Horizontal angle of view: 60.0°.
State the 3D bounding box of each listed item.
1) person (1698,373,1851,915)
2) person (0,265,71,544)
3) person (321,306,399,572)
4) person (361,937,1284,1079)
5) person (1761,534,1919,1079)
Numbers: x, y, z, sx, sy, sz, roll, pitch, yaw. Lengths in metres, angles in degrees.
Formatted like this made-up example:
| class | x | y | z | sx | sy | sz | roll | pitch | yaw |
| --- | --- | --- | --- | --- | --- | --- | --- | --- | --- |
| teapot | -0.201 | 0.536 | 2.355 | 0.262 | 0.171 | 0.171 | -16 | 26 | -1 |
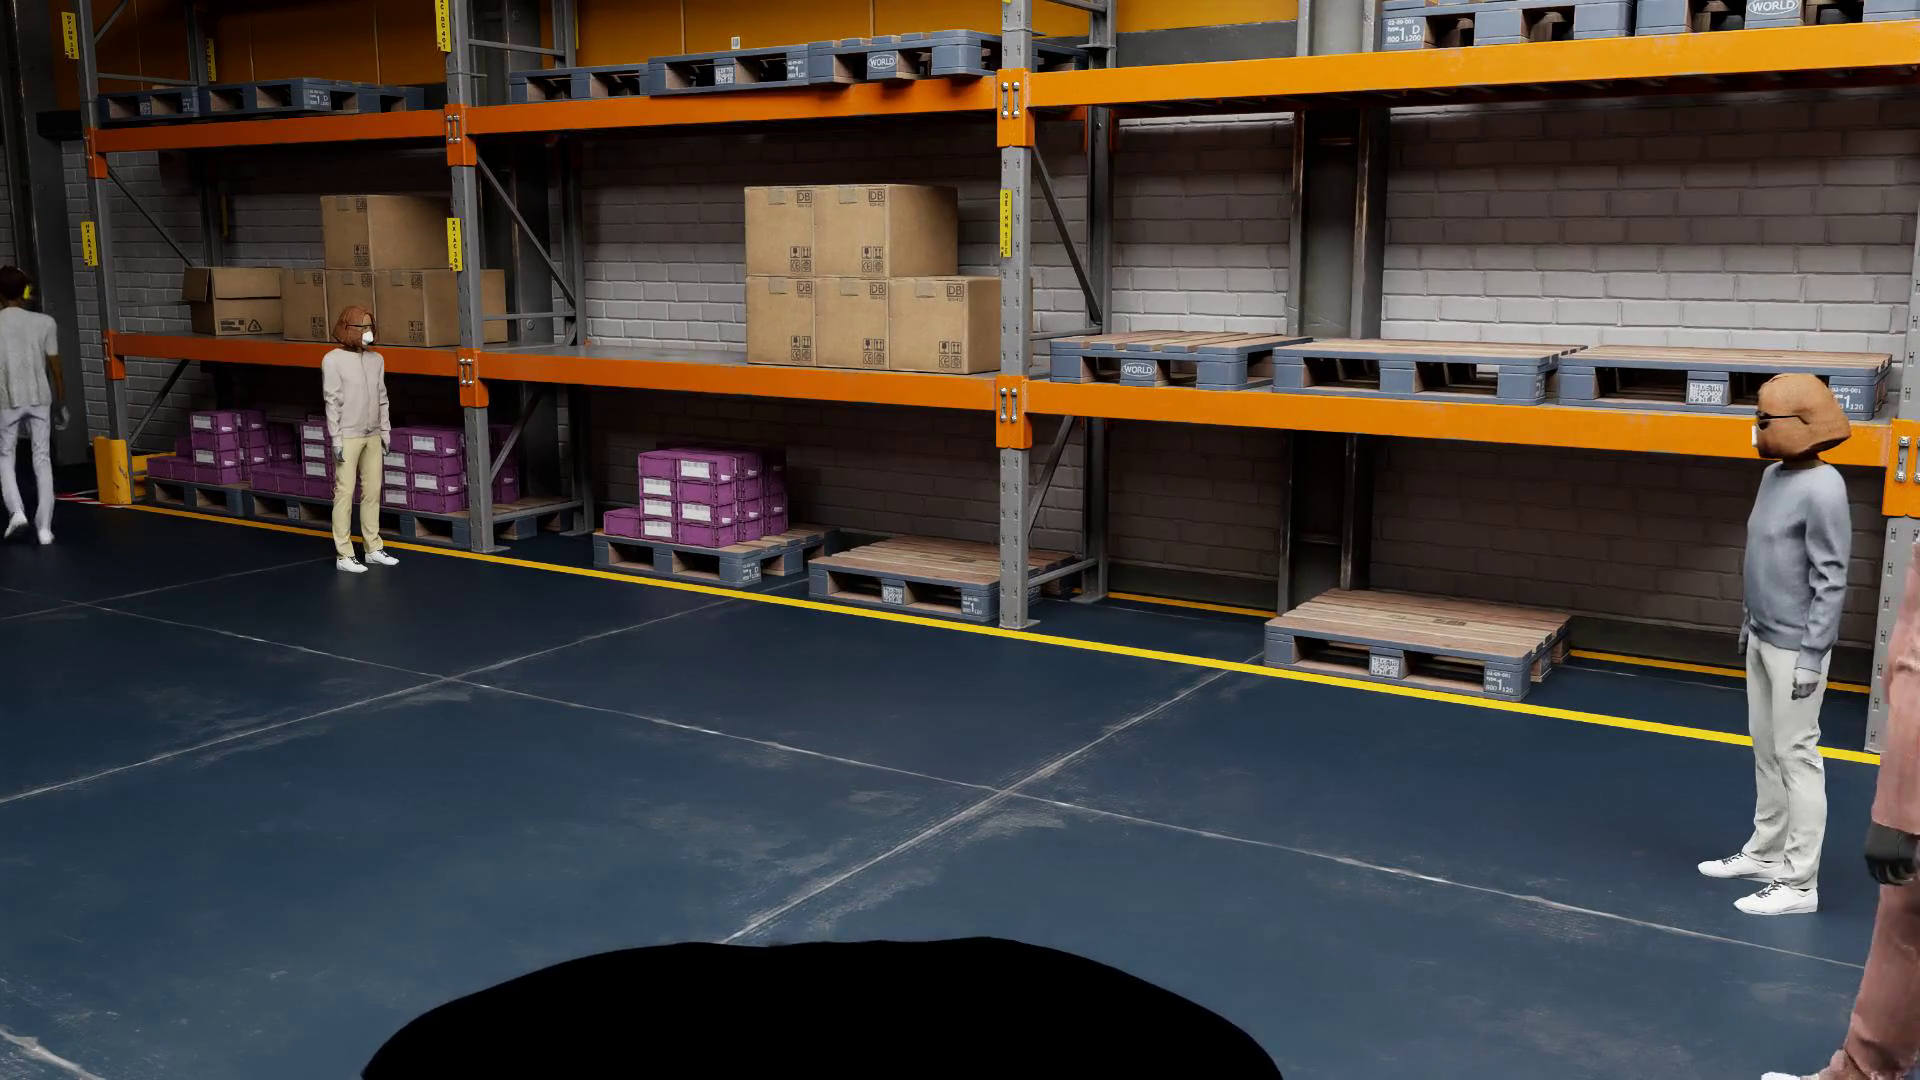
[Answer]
| class | x | y | z | sx | sy | sz | roll | pitch | yaw |
| --- | --- | --- | --- | --- | --- | --- | --- | --- | --- |
| person | 2.478 | 0.313 | 5.023 | 0.276 | 1.631 | 0.507 | 1 | 10 | 6 |
| person | -6.231 | -0.890 | 11.087 | 0.535 | 1.857 | 0.386 | -6 | 12 | -30 |
| person | -3.693 | -0.621 | 10.223 | 0.277 | 1.629 | 0.497 | 5 | 11 | 25 |
| person | -0.092 | 0.890 | 1.040 | 0.597 | 1.918 | 0.383 | -1 | 10 | -4 |
| person | 2.154 | 0.494 | 3.397 | 0.655 | 1.874 | 0.932 | -7 | 12 | -33 |
